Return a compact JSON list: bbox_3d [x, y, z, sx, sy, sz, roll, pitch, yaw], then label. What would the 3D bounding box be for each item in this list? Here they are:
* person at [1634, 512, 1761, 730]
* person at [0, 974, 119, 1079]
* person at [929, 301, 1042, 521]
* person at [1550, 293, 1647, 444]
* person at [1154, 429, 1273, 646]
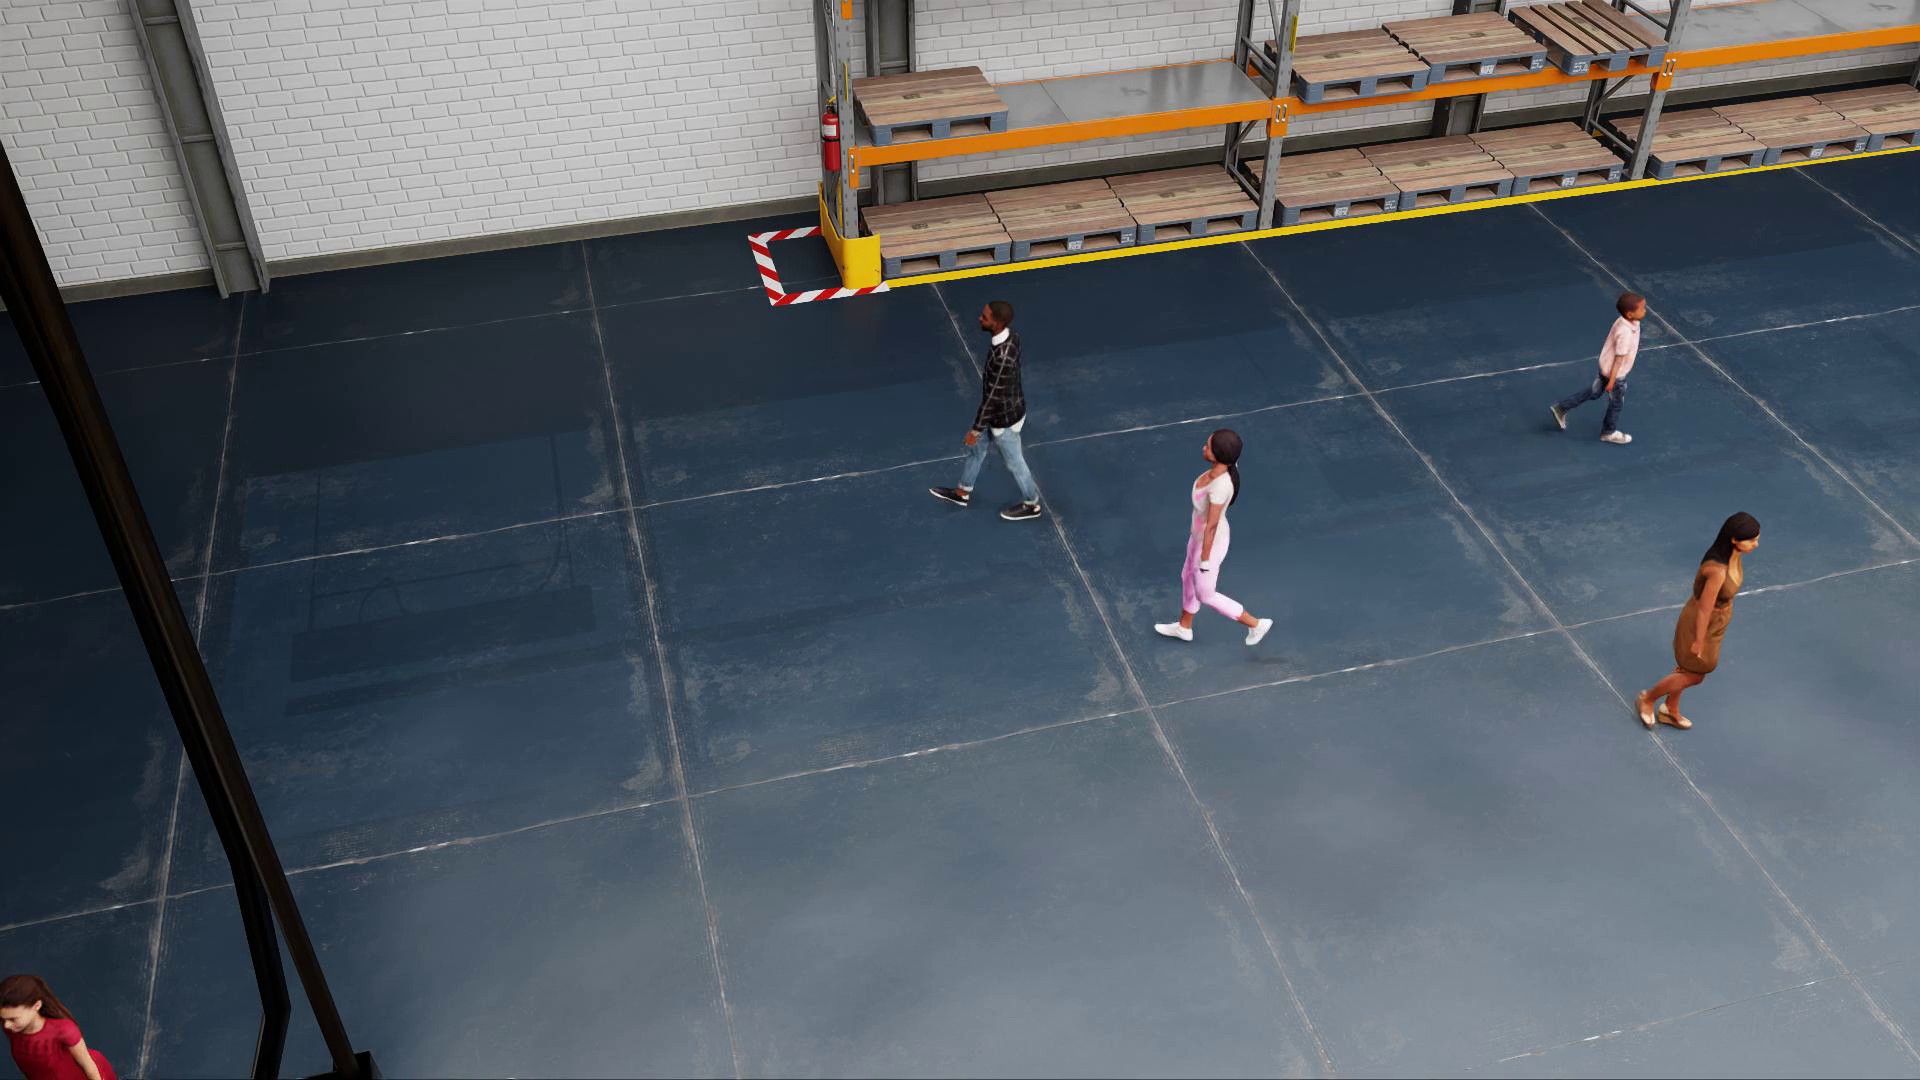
[{"bbox_3d":[4.503,0.508,10.129,0.760,1.683,0.698,24,44,27],"label":"person"},{"bbox_3d":[-4.115,2.478,7.776,0.824,1.541,0.761,4,39,5],"label":"person"},{"bbox_3d":[0.400,-0.868,11.772,1.124,1.783,0.837,-1,39,-1],"label":"person"},{"bbox_3d":[4.939,-1.331,12.746,0.931,1.290,0.731,7,39,8],"label":"person"},{"bbox_3d":[1.688,0.038,10.687,1.083,1.721,0.888,9,40,12],"label":"person"}]
